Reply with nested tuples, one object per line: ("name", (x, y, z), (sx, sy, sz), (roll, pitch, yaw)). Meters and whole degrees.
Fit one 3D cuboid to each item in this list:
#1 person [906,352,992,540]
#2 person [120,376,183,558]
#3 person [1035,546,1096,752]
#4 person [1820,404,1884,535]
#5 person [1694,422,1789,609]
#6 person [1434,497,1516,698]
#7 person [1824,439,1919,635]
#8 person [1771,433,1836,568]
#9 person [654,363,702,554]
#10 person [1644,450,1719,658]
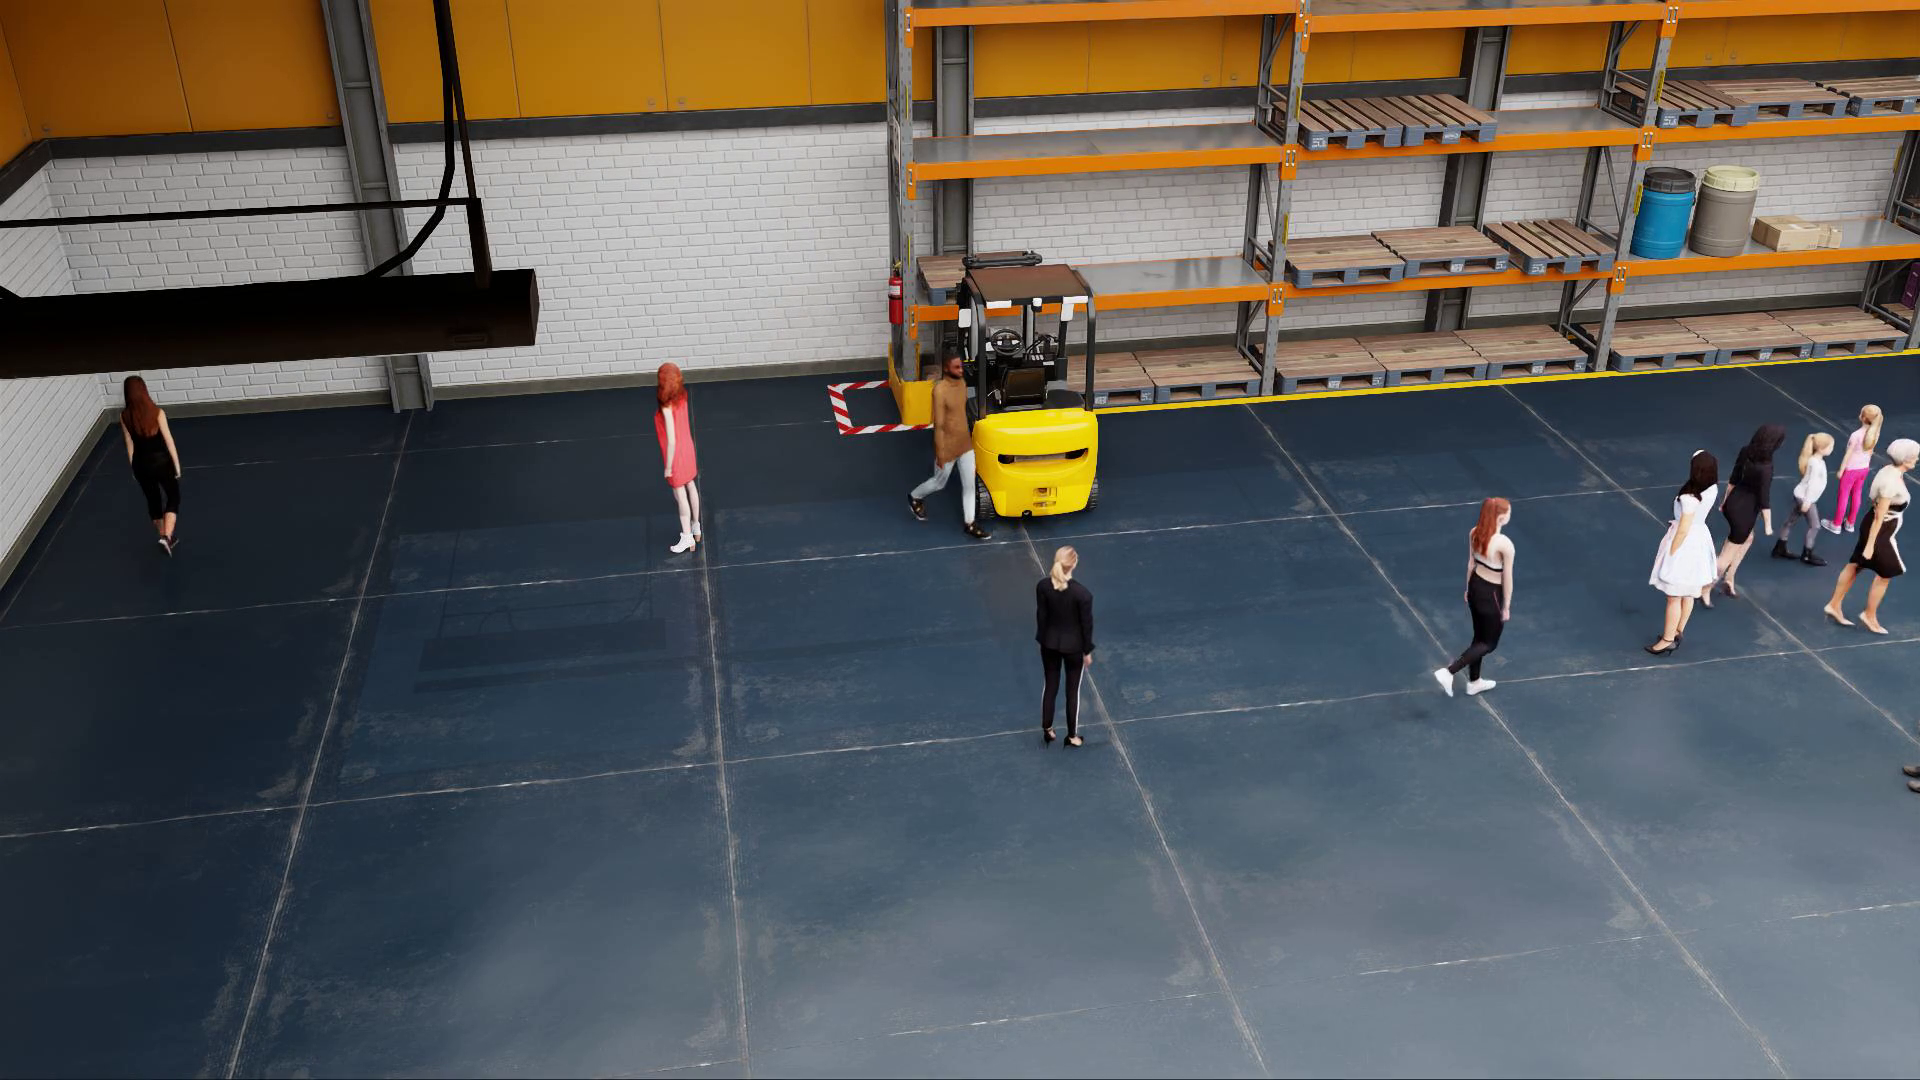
("person", (-0.143, -0.882, 15.289), (1.211, 1.786, 1.169), (20, 34, 32))
("person", (-7.241, -0.605, 14.862), (0.802, 1.708, 0.655), (-4, 29, -7))
("person", (0.761, 0.807, 12.276), (0.669, 1.707, 0.762), (13, 31, 22))
("person", (8.319, -0.667, 15.432), (0.477, 1.272, 0.572), (-11, 30, -19))
("person", (6.475, -0.173, 14.000), (0.733, 1.776, 0.663), (-2, 29, -3))
("person", (3.986, 0.489, 12.832), (0.947, 1.730, 0.746), (-13, 31, -22))
("person", (7.500, -0.044, 13.807), (0.921, 1.734, 0.860), (13, 31, 22))
("person", (7.520, -0.385, 14.919), (0.767, 1.267, 0.665), (8, 30, 15))
("person", (-2.532, -0.748, 15.000), (0.647, 1.827, 0.660), (7, 29, 12))
("person", (5.861, 0.117, 13.430), (0.821, 1.812, 0.899), (-22, 35, -34))
